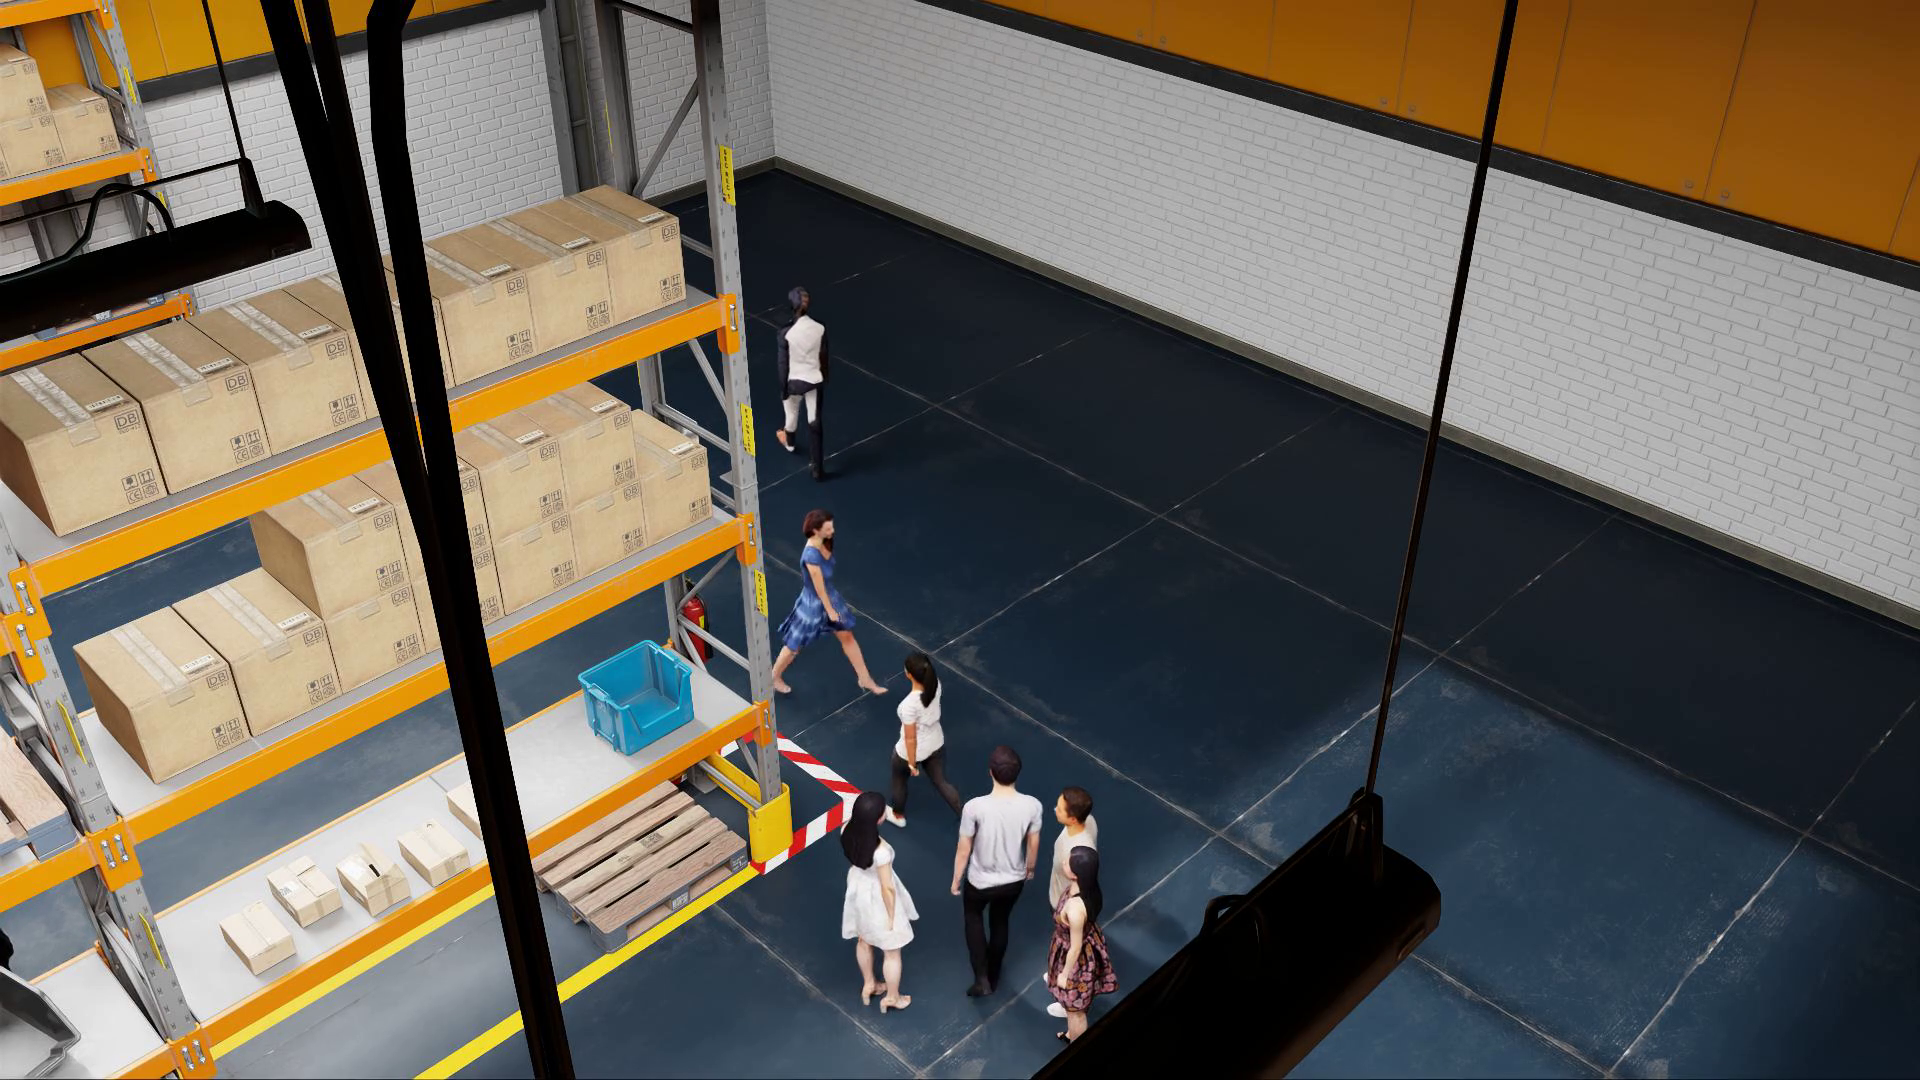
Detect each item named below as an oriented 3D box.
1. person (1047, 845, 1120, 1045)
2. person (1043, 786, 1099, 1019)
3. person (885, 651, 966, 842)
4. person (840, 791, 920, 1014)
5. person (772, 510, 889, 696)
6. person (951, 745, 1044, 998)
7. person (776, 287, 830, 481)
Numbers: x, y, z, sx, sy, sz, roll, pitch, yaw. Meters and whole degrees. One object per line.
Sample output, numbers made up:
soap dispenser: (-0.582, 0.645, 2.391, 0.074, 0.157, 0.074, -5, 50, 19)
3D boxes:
person: (0.686, 2.475, 9.880, 0.855, 1.775, 0.775, 8, 34, 11)
person: (0.712, 2.216, 10.238, 0.784, 1.811, 0.711, 1, 34, 2)
person: (-0.187, 1.471, 11.536, 0.668, 1.613, 1.018, 25, 41, 32)
person: (-0.570, 2.245, 10.230, 0.638, 1.771, 0.620, 29, 43, 36)
person: (-1.178, 0.559, 12.786, 1.121, 1.749, 1.208, 5, 34, 7)
person: (0.236, 2.158, 10.300, 0.929, 1.838, 0.993, -7, 34, -11)
person: (-1.439, -1.425, 15.680, 1.159, 1.849, 1.033, -14, 36, -20)
